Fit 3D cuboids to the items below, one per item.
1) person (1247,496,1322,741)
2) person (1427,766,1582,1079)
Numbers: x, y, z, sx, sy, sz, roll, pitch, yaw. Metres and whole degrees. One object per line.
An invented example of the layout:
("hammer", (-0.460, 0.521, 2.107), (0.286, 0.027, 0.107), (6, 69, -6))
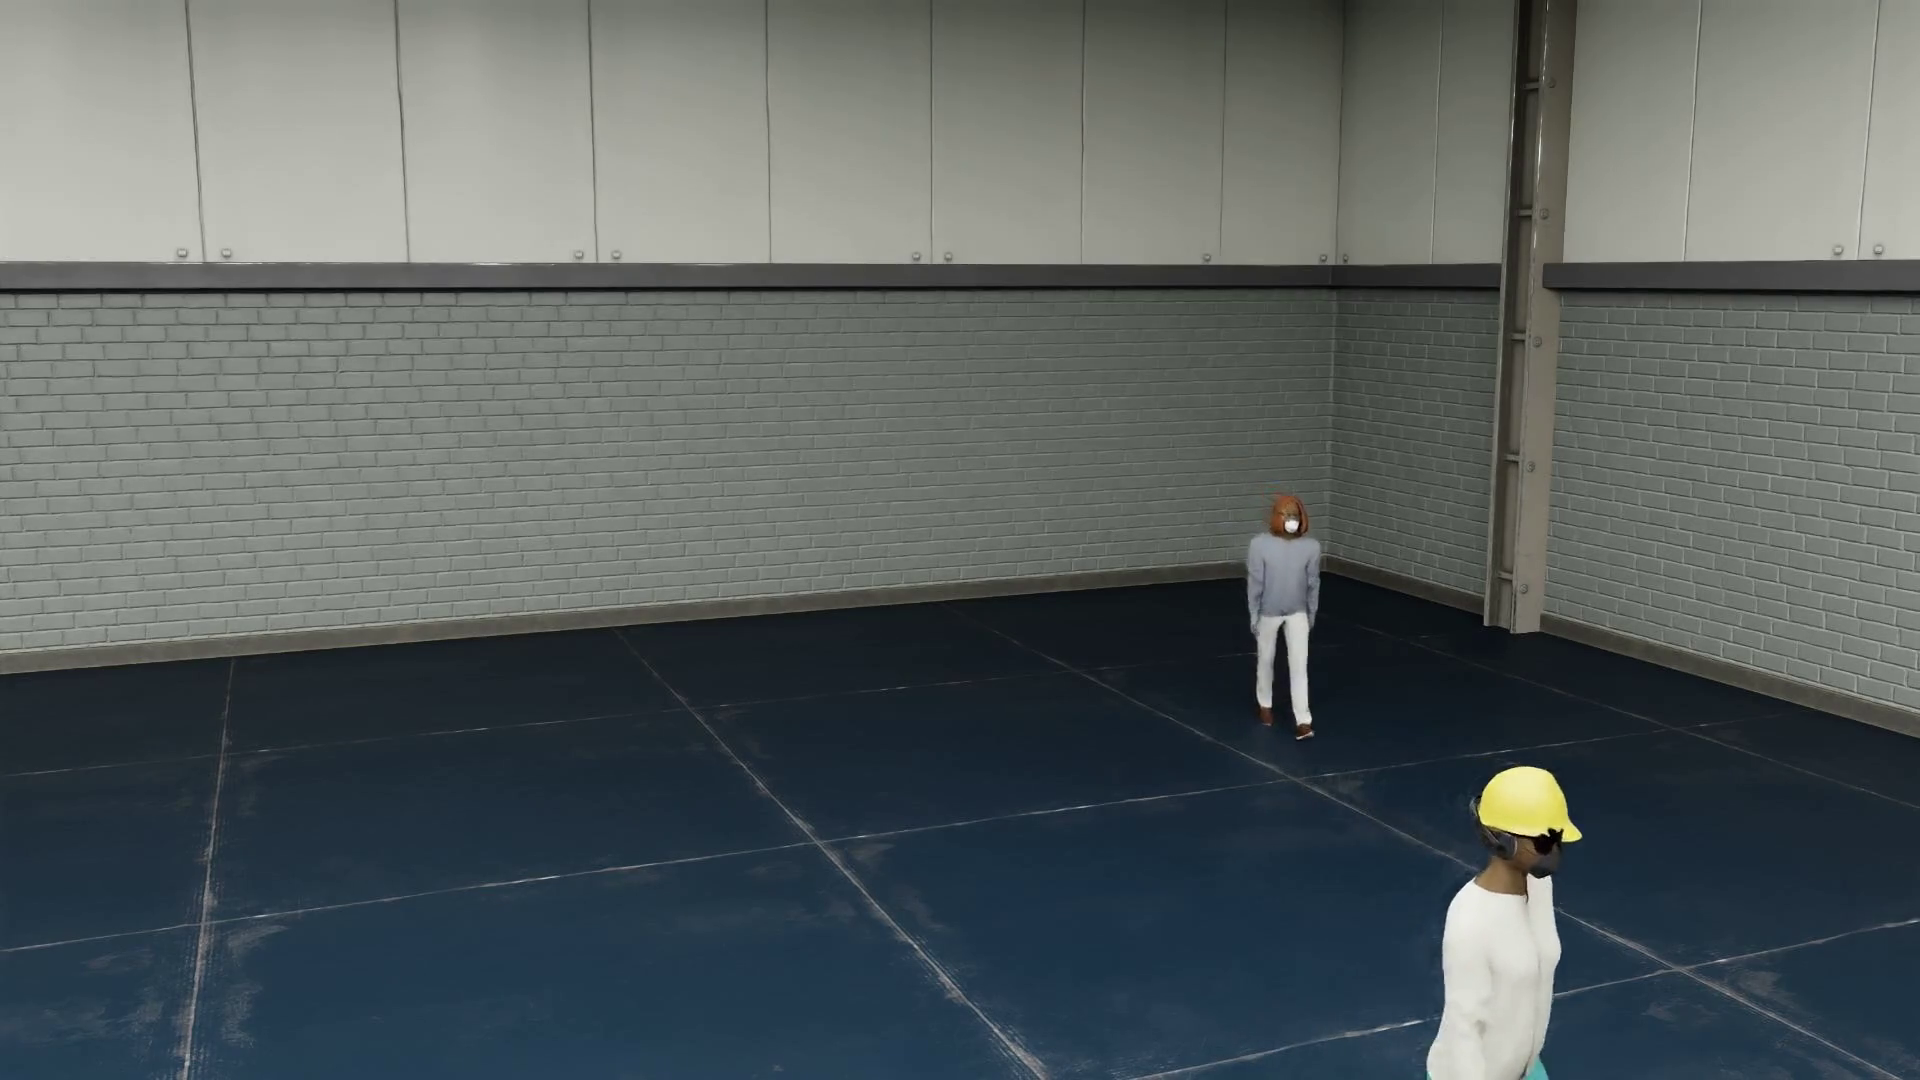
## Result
("person", (2.131, 0.503, 10.947), (0.496, 1.590, 0.866), (0, 9, 1))
("person", (1.531, 1.467, 4.413), (0.548, 1.737, 0.763), (-8, 12, -43))
